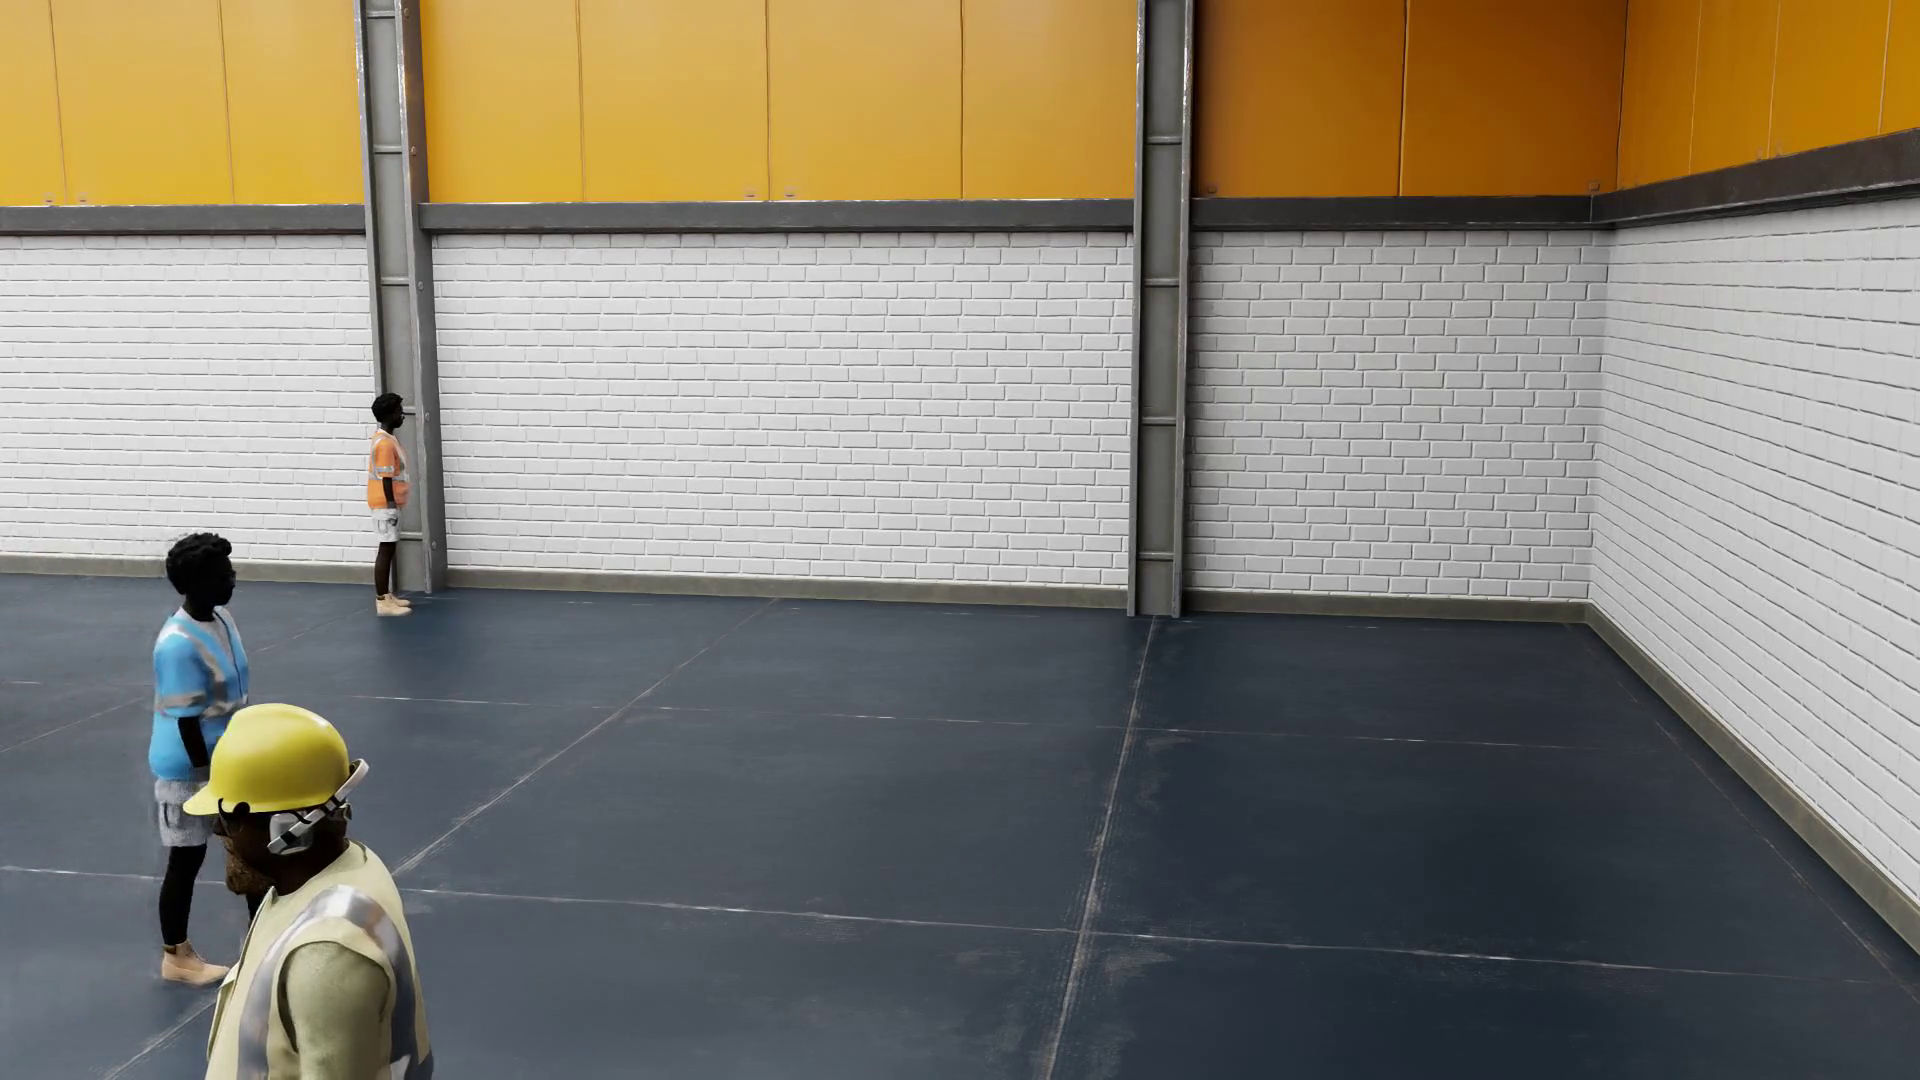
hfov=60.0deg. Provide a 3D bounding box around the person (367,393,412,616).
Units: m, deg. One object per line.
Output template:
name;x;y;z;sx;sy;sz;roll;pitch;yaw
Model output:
person;-4.321;-0.269;12.589;0.320;1.689;0.525;-3;10;-19

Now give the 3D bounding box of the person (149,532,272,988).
person;-2.641;0.802;6.022;0.654;1.671;0.550;-1;9;-3

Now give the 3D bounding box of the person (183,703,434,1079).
person;-1.200;1.198;3.141;0.403;1.825;0.592;-4;10;-23
